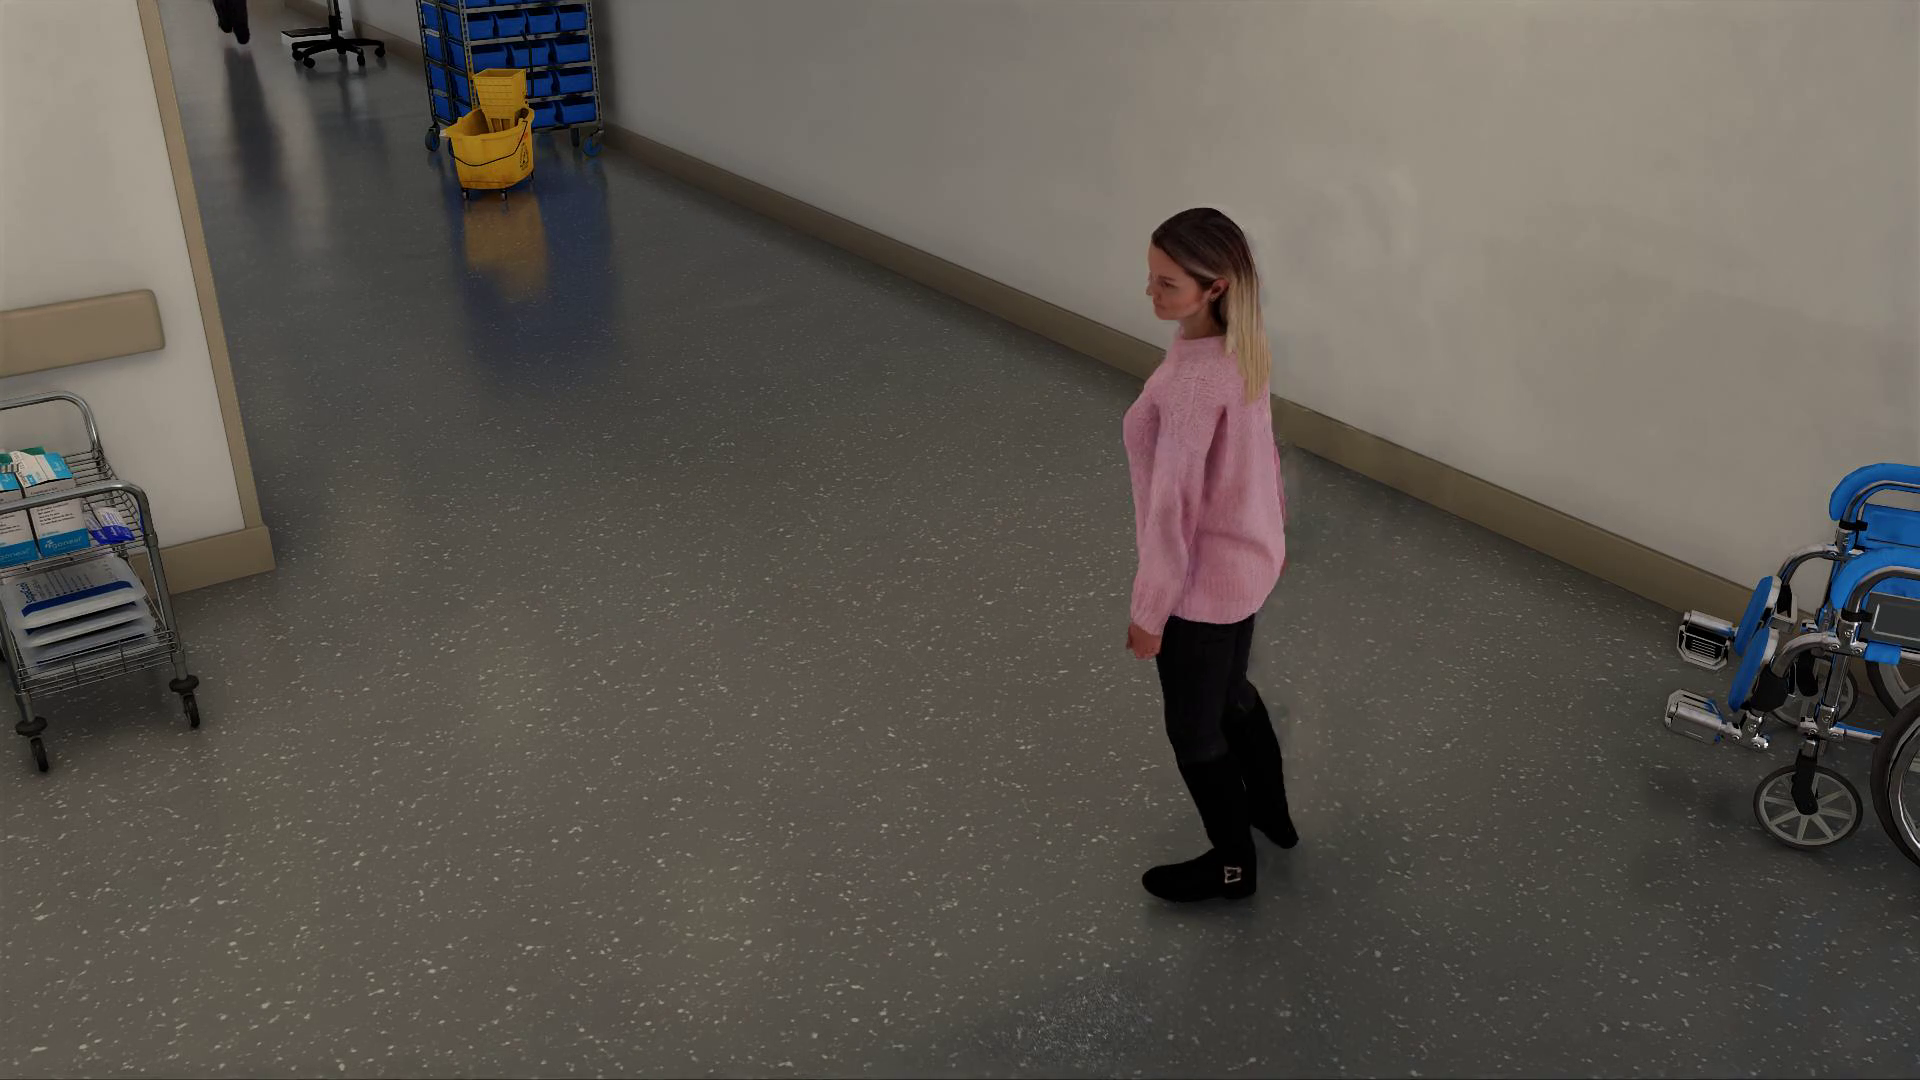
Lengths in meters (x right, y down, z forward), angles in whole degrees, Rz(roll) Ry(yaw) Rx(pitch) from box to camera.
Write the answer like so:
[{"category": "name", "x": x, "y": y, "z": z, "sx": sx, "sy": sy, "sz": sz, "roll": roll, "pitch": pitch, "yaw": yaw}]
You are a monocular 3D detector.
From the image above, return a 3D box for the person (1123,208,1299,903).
[{"category": "person", "x": 0.614, "y": 0.086, "z": 3.654, "sx": 0.910, "sy": 1.653, "sz": 0.787, "roll": 18, "pitch": 31, "yaw": 33}]
